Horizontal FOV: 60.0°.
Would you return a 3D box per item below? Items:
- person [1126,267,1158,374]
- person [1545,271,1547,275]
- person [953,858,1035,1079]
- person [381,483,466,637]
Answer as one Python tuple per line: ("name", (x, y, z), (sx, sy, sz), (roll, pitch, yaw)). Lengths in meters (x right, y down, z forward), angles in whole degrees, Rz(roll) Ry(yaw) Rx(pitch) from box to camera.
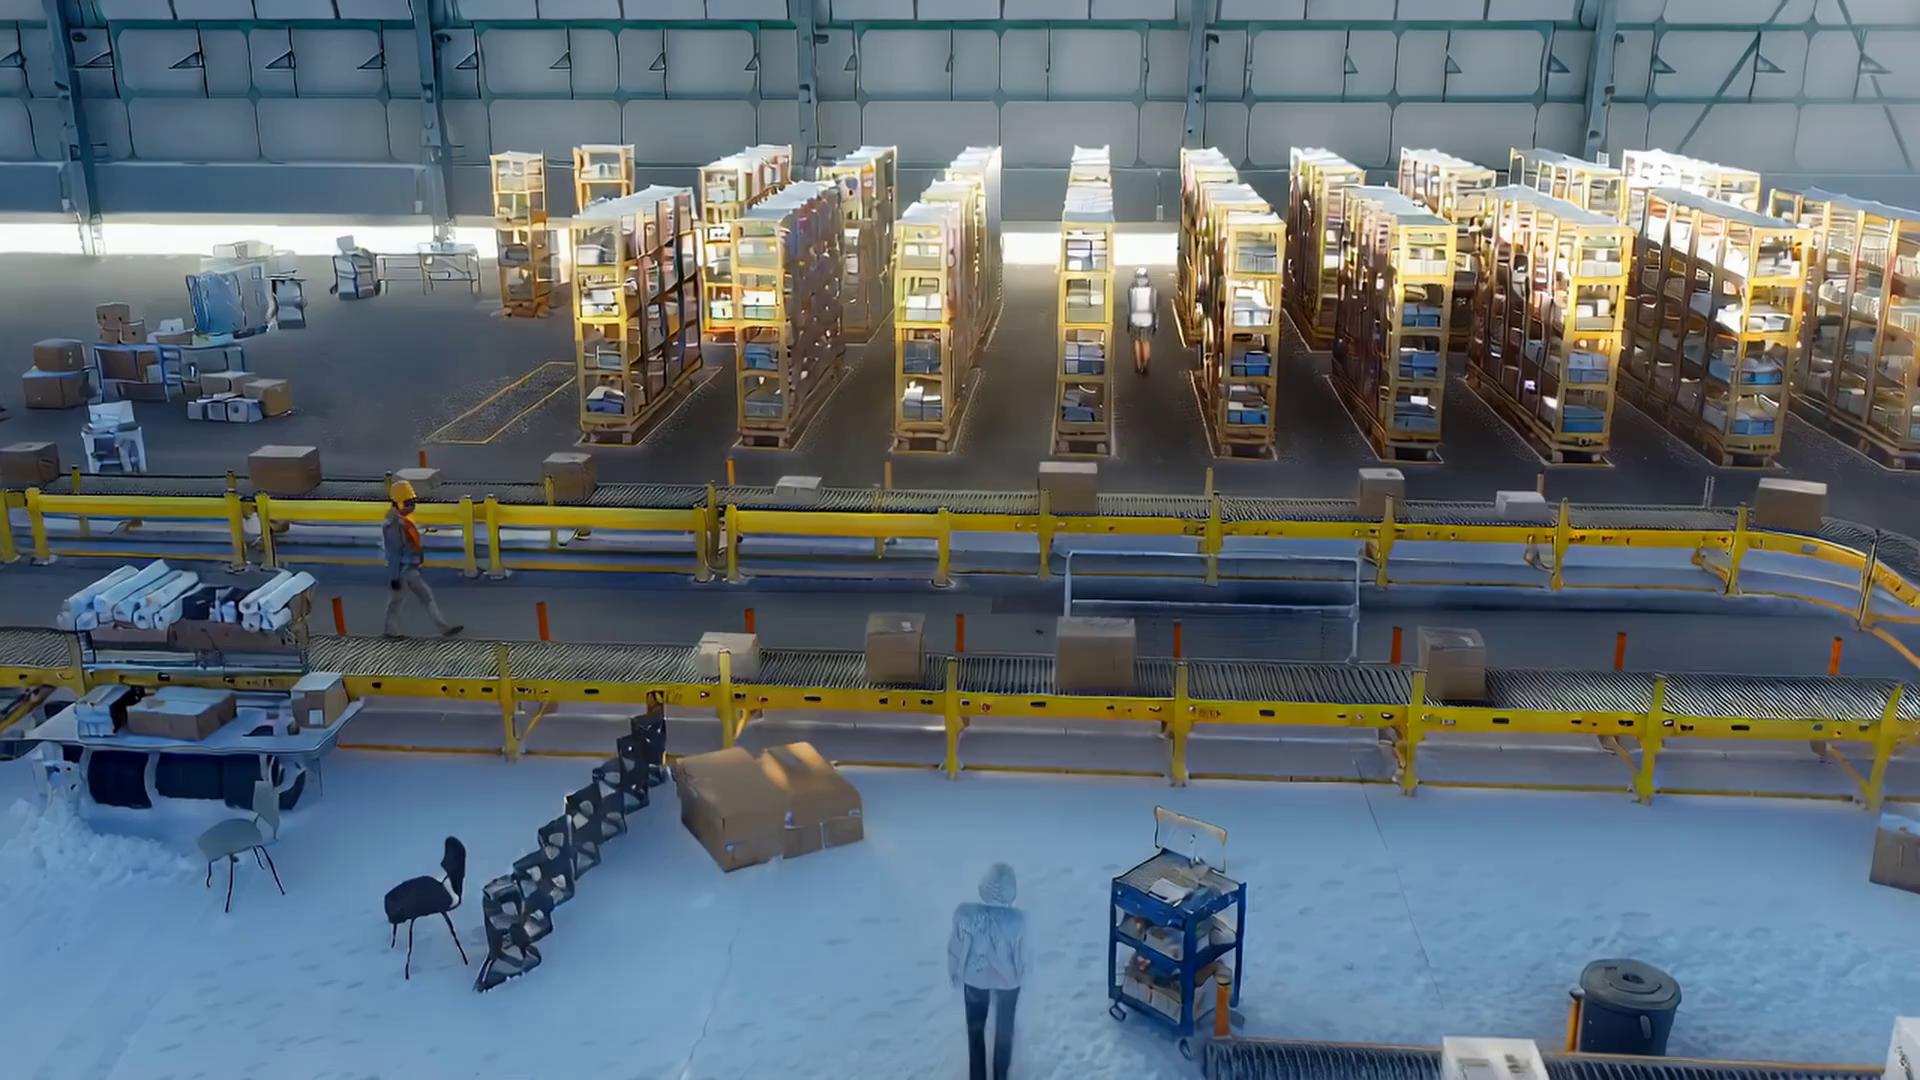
("person", (3.422, -4.102, 31.262), (0.630, 2.030, 0.689), (0, 17, 1))
("person", (11.293, -4.473, 32.746), (0.375, 1.839, 0.563), (2, 18, 7))
("person", (0.207, 2.742, 10.211), (0.506, 1.615, 0.573), (0, 17, 1))
("person", (-5.849, 0.253, 17.821), (0.931, 1.784, 0.621), (-5, 18, -14))
